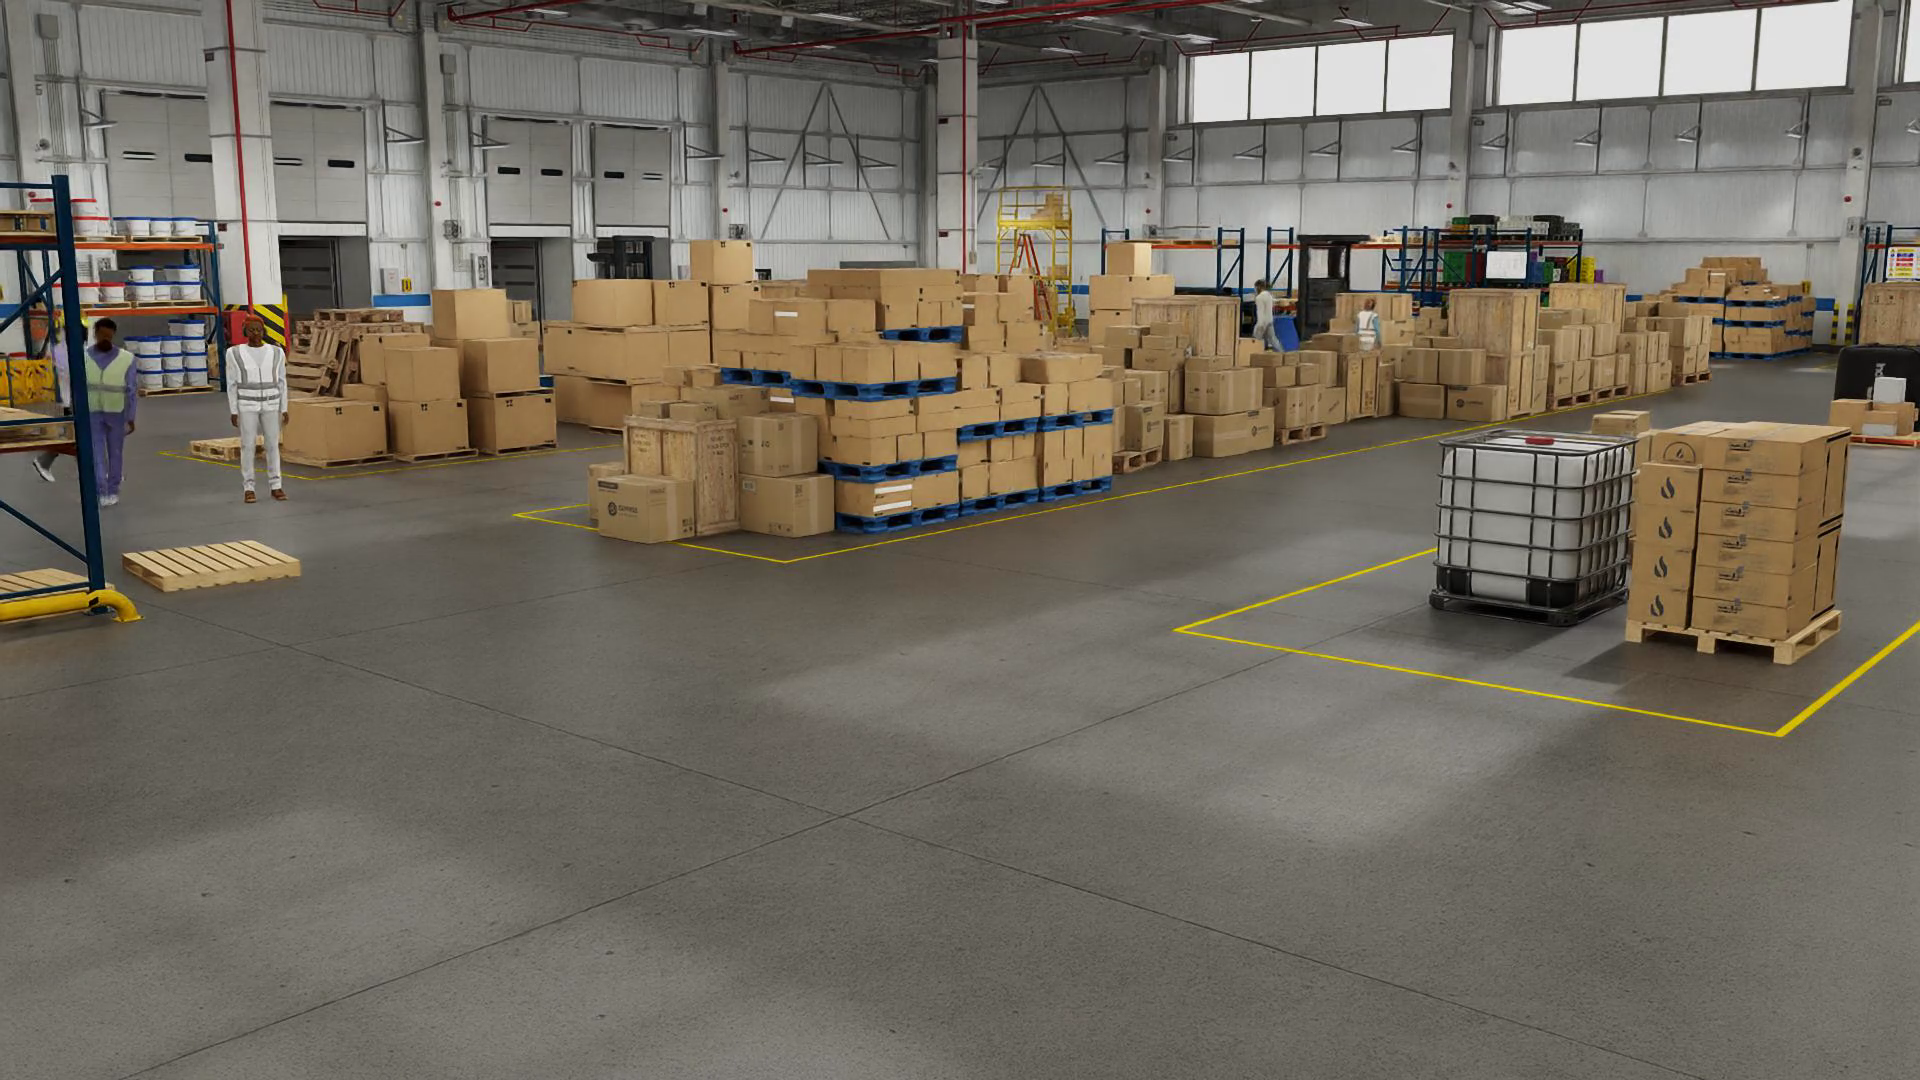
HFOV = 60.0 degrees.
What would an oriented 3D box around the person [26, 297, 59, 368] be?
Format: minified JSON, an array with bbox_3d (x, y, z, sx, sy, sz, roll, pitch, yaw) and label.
[{"bbox_3d":[-17.689,-3.877,31.931,0.536,1.662,0.840,1,10,6],"label":"person"}]

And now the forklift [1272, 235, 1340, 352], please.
[{"bbox_3d":[7.583,-5.083,35.333,1.129,2.768,1.873,-4,11,-23],"label":"forklift"}]

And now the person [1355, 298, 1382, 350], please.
[{"bbox_3d":[7.680,-3.698,31.053,0.802,1.599,0.548,-5,11,-28],"label":"person"}]

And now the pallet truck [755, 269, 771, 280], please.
[{"bbox_3d":[-4.996,-6.432,45.525,1.885,1.965,0.823,-6,12,-32],"label":"pallet truck"}]

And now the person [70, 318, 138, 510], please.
[{"bbox_3d":[-8.372,-1.233,16.298,0.623,1.862,0.933,-4,11,-24],"label":"person"}]

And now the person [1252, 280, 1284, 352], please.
[{"bbox_3d":[6.622,-4.646,35.739,0.999,1.892,0.674,7,12,36],"label":"person"}]

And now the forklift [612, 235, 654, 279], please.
[{"bbox_3d":[-7.300,-5.450,37.421,1.873,2.768,1.129,8,13,40],"label":"forklift"}]

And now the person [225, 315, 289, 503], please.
[{"bbox_3d":[-7.050,-1.317,16.732,0.575,1.882,0.355,-7,12,-35],"label":"person"}]

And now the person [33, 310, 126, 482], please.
[{"bbox_3d":[-9.651,-1.555,18.074,0.865,1.900,0.595,1,10,3],"label":"person"}]
